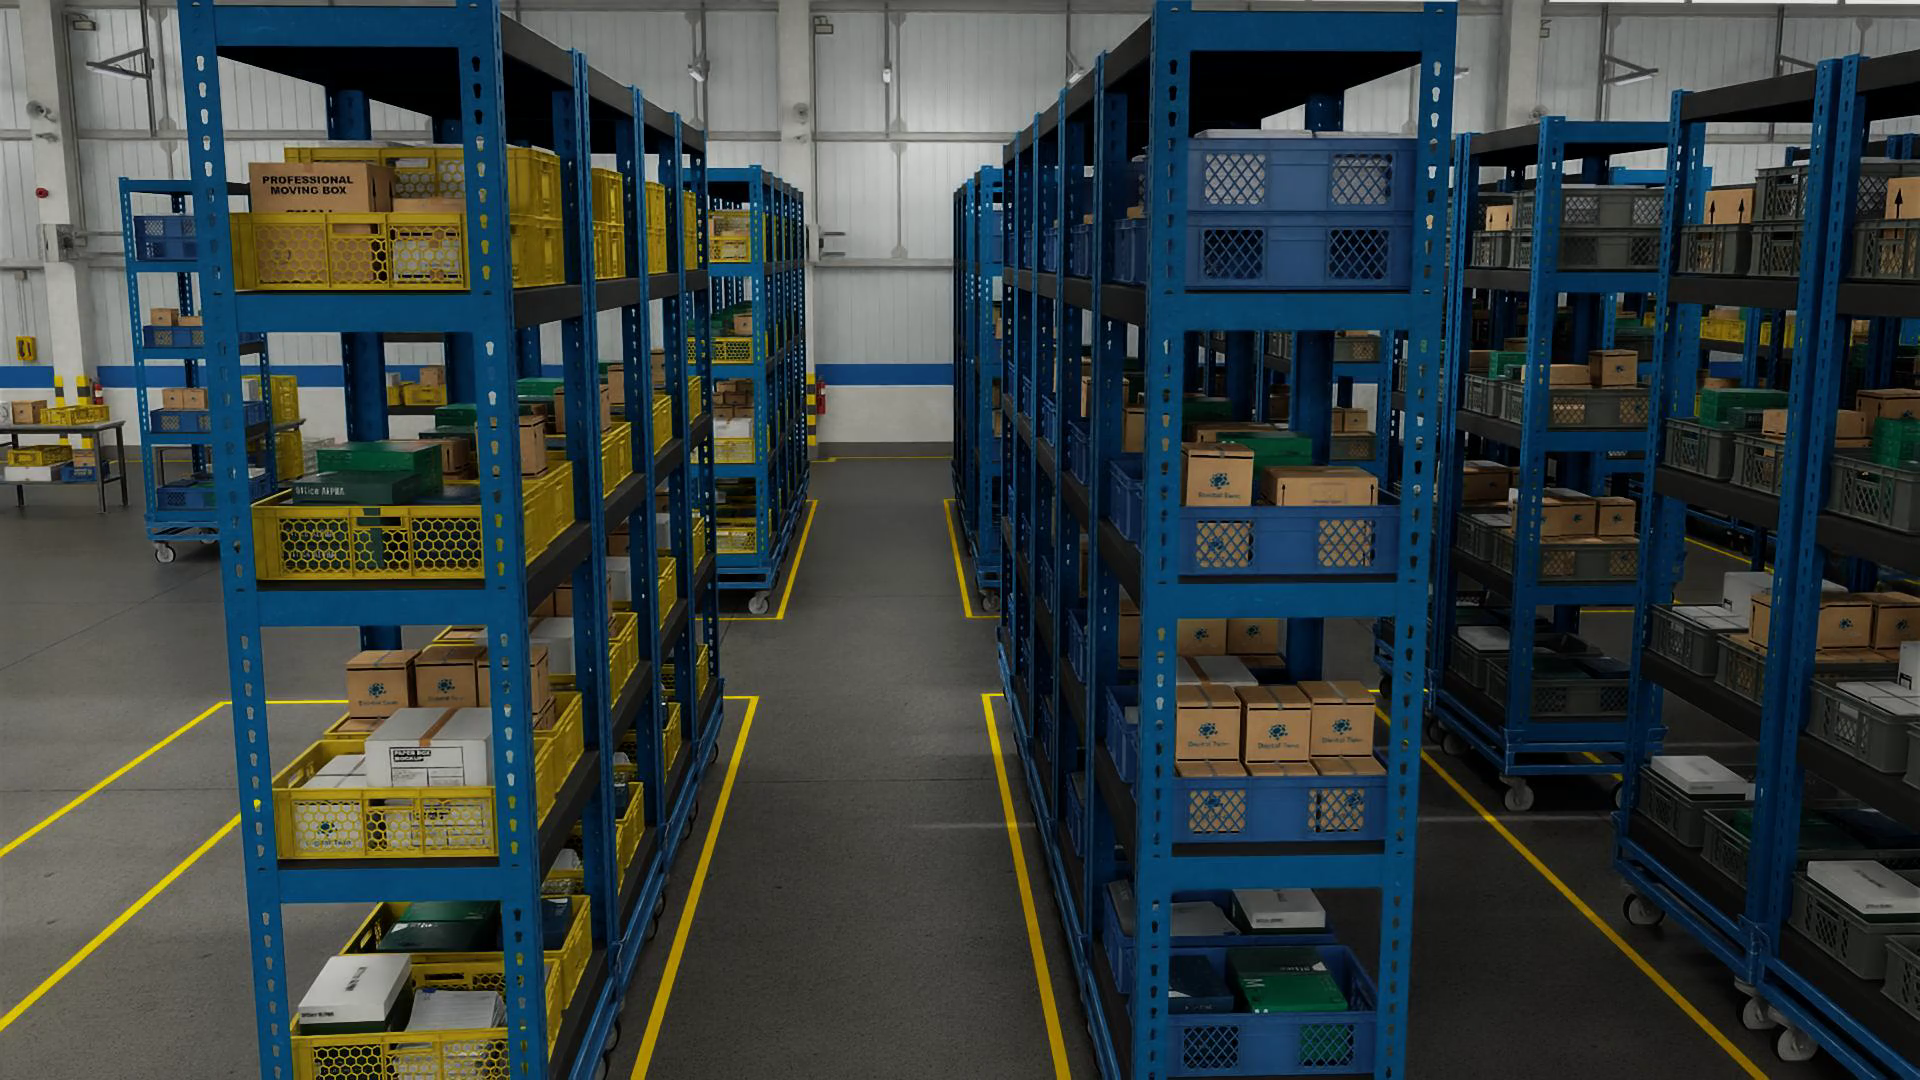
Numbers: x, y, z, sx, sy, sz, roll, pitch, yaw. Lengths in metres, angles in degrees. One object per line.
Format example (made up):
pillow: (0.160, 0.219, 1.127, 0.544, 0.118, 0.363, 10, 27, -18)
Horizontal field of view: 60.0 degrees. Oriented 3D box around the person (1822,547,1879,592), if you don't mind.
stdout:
person: (6.409, -0.113, 12.013, 0.610, 1.998, 1.011, -2, 10, -10)
